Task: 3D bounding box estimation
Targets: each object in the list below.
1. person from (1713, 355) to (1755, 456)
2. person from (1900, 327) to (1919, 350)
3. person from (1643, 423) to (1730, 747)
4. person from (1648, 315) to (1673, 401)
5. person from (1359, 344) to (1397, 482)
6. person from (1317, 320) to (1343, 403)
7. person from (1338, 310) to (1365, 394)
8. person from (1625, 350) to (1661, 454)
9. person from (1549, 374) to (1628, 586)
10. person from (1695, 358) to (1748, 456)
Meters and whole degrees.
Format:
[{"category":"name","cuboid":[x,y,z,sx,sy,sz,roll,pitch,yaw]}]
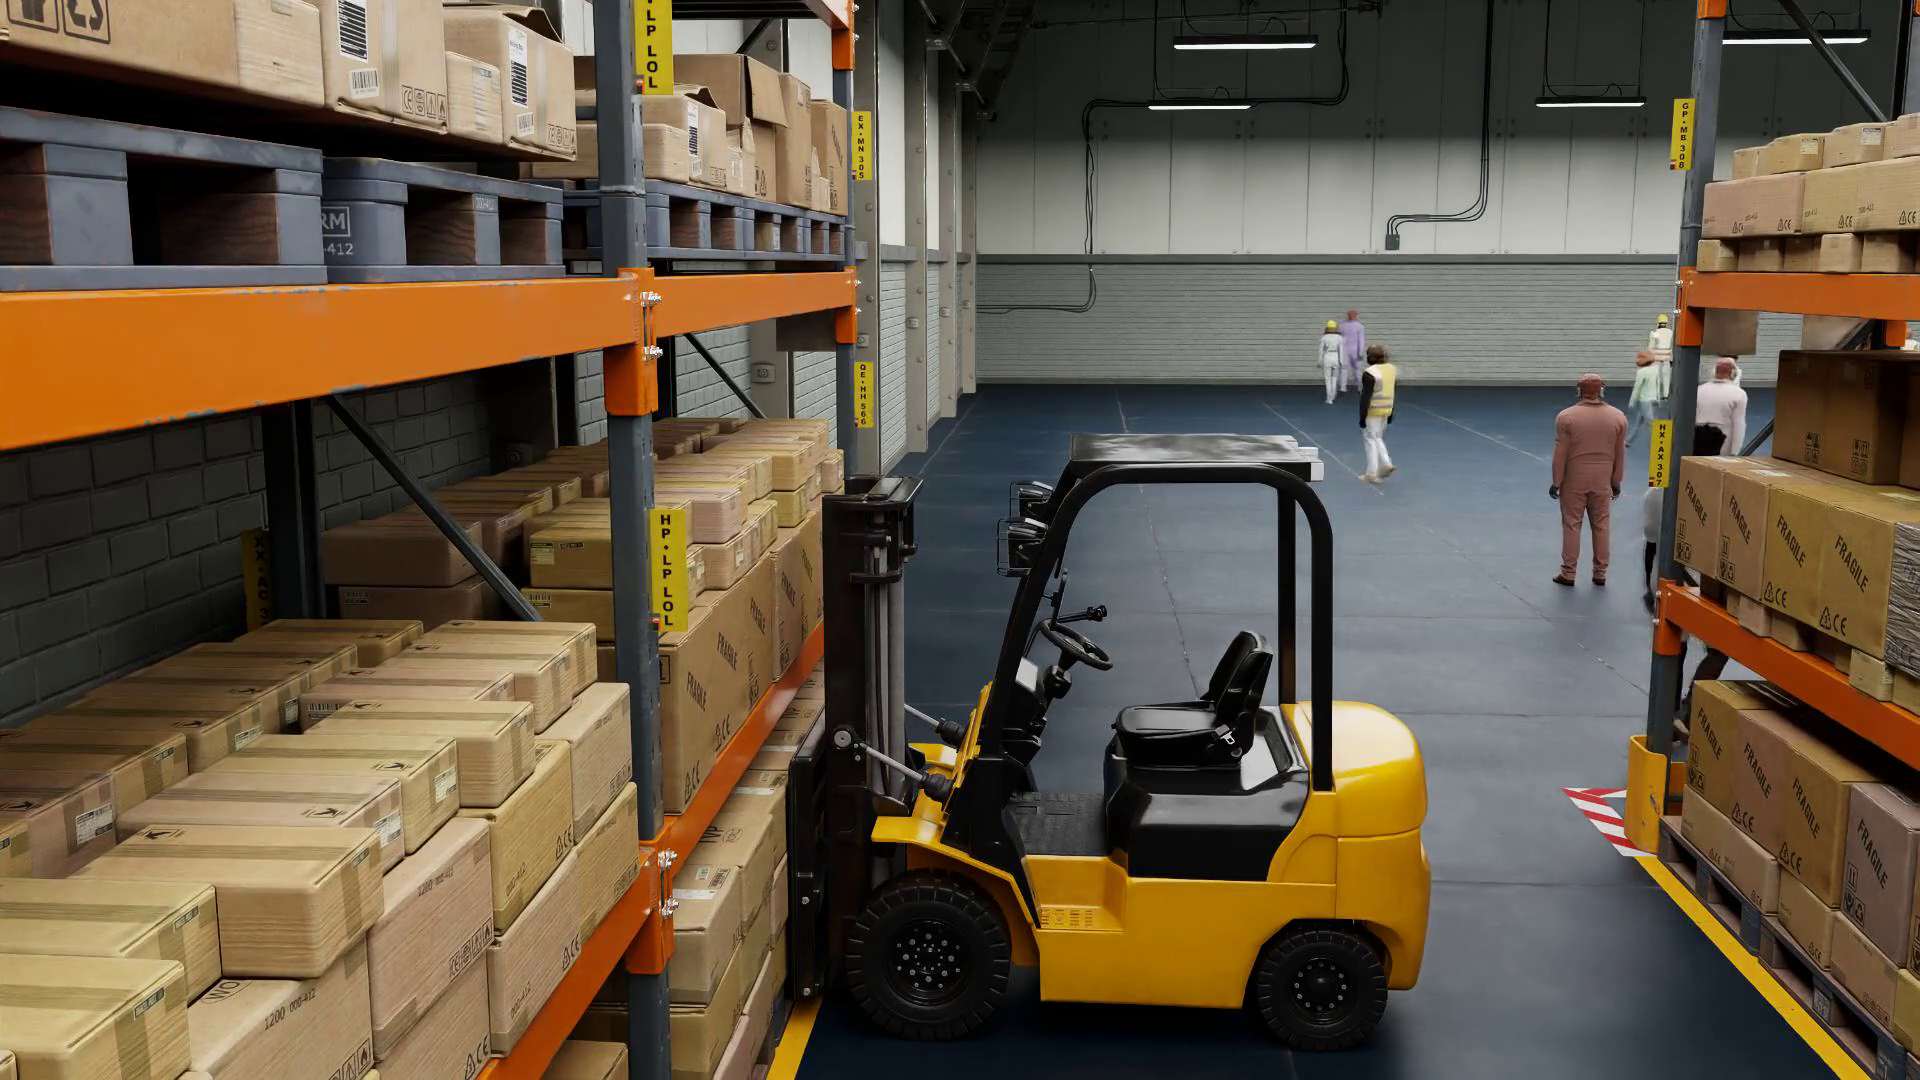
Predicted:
[{"category":"person","cuboid":[11.263,-2.003,24.344,0.919,1.720,0.534,-4,10,-25]},{"category":"person","cuboid":[18.867,-3.429,33.221,0.514,1.645,0.309,1,9,5]},{"category":"person","cuboid":[4.302,0.282,9.796,0.437,1.949,0.624,-8,12,-41]},{"category":"person","cuboid":[14.808,-3.845,35.175,0.600,1.829,0.404,-1,9,-4]},{"category":"person","cuboid":[5.490,-1.668,21.989,0.653,1.827,0.438,-8,12,-40]},{"category":"person","cuboid":[7.706,-3.720,34.706,0.506,1.723,0.499,-2,9,-9]},{"category":"person","cuboid":[8.773,-4.190,37.144,0.669,1.869,0.824,8,12,41]},{"category":"person","cuboid":[10.401,-2.106,25.369,0.510,1.574,0.875,-7,12,-38]},{"category":"person","cuboid":[5.603,-0.535,14.898,0.651,1.904,0.404,0,9,-1]},{"category":"person","cuboid":[8.145,-0.998,17.763,0.798,1.877,0.654,-7,12,-36]}]
